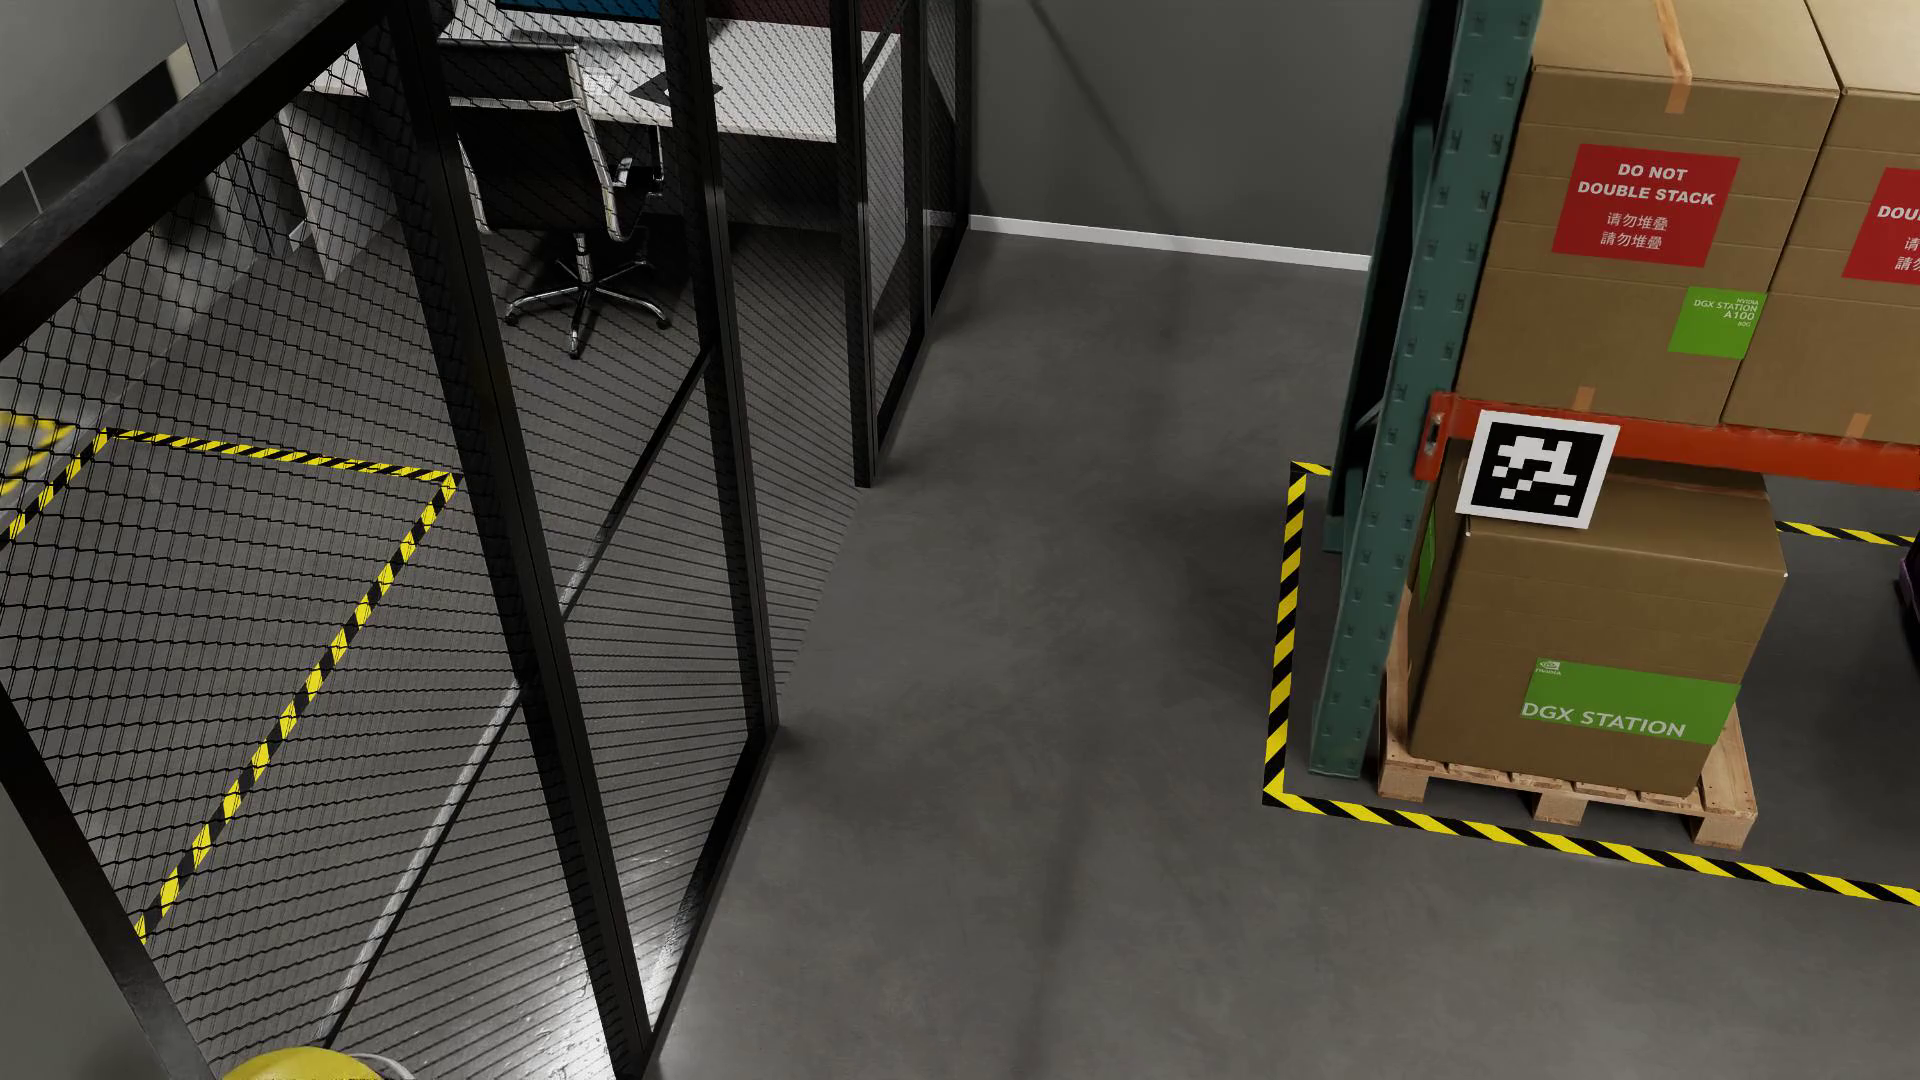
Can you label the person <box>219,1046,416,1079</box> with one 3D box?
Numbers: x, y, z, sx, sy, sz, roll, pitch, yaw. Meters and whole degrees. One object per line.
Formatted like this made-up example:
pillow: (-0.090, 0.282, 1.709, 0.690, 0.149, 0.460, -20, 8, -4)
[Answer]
person: (-0.671, 1.223, 2.169, 0.588, 1.834, 0.403, 13, 43, 14)
